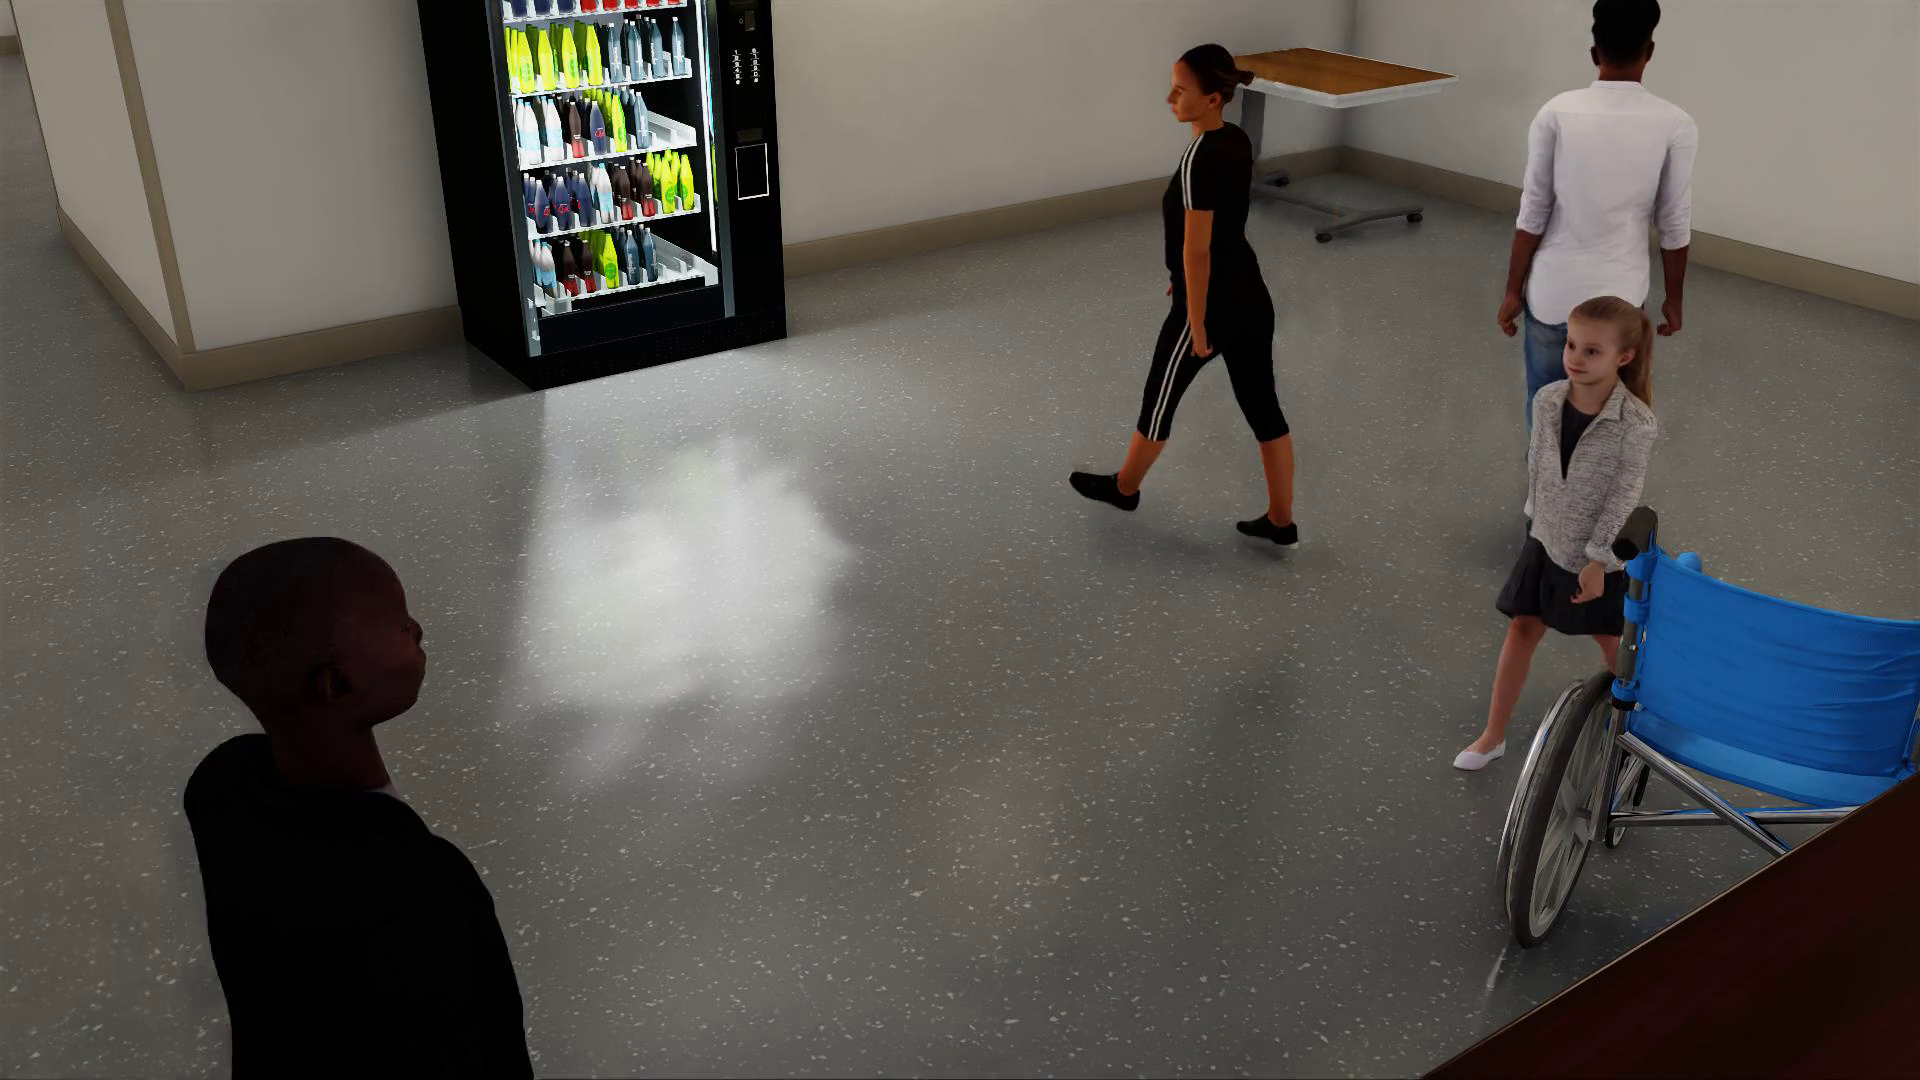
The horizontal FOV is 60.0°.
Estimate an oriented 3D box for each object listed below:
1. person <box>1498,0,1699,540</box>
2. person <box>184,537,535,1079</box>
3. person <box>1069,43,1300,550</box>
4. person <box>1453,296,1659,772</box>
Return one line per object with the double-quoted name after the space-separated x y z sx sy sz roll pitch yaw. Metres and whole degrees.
1.929 -0.747 5.195 0.951 1.769 1.149 15 30 28 "person"
-0.729 0.829 1.949 0.734 1.750 0.733 18 31 32 "person"
0.888 -0.715 5.299 0.875 1.621 1.073 20 32 35 "person"
1.629 -0.011 4.261 0.896 1.247 0.558 -21 33 -37 "person"
